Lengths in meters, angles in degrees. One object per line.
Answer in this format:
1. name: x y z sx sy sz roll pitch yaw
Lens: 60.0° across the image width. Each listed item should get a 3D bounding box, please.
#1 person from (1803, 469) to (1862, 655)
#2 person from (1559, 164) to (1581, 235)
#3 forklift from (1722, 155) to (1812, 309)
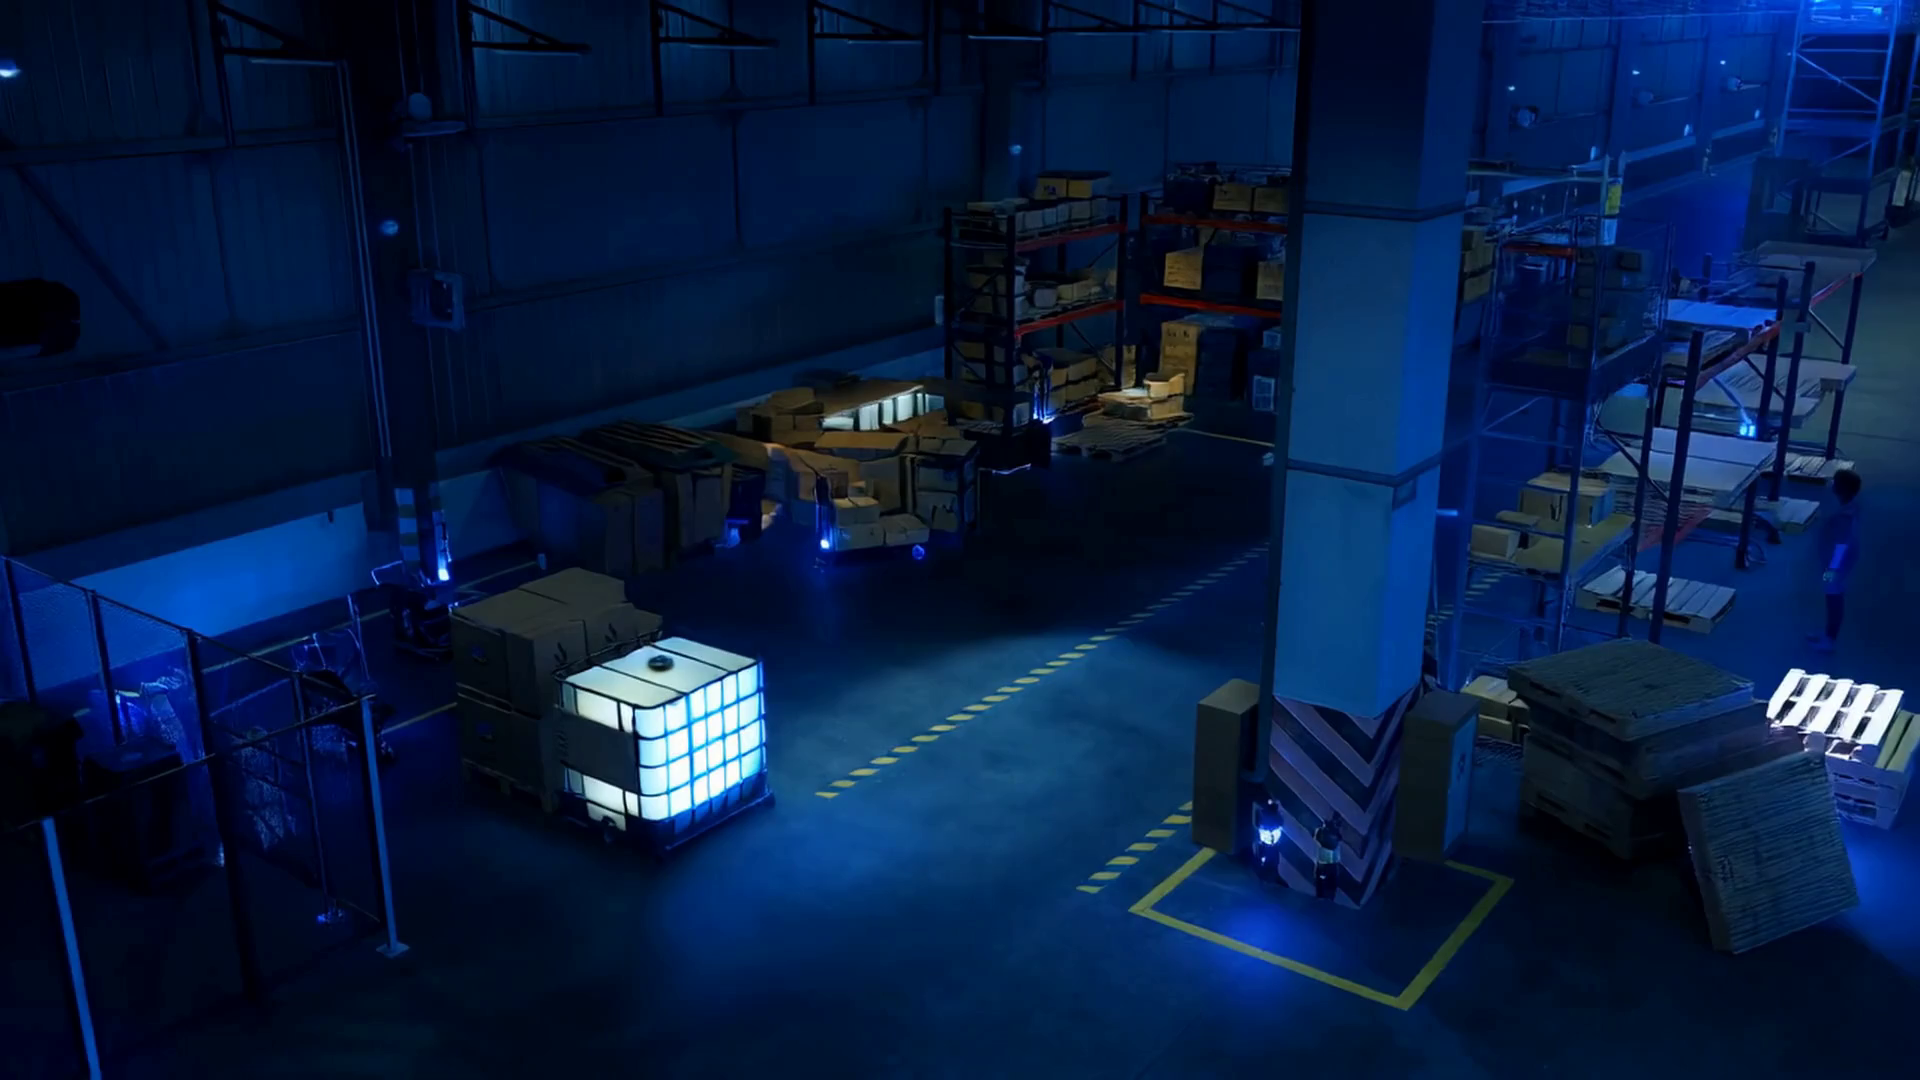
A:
1. person: 7.859 0.192 14.910 0.319 1.693 0.532 11 21 30
2. person: 14.331 -7.868 39.195 0.552 1.937 0.356 -12 22 -33
3. forklift: 15.442 -5.883 31.623 1.129 2.768 1.873 13 22 34
